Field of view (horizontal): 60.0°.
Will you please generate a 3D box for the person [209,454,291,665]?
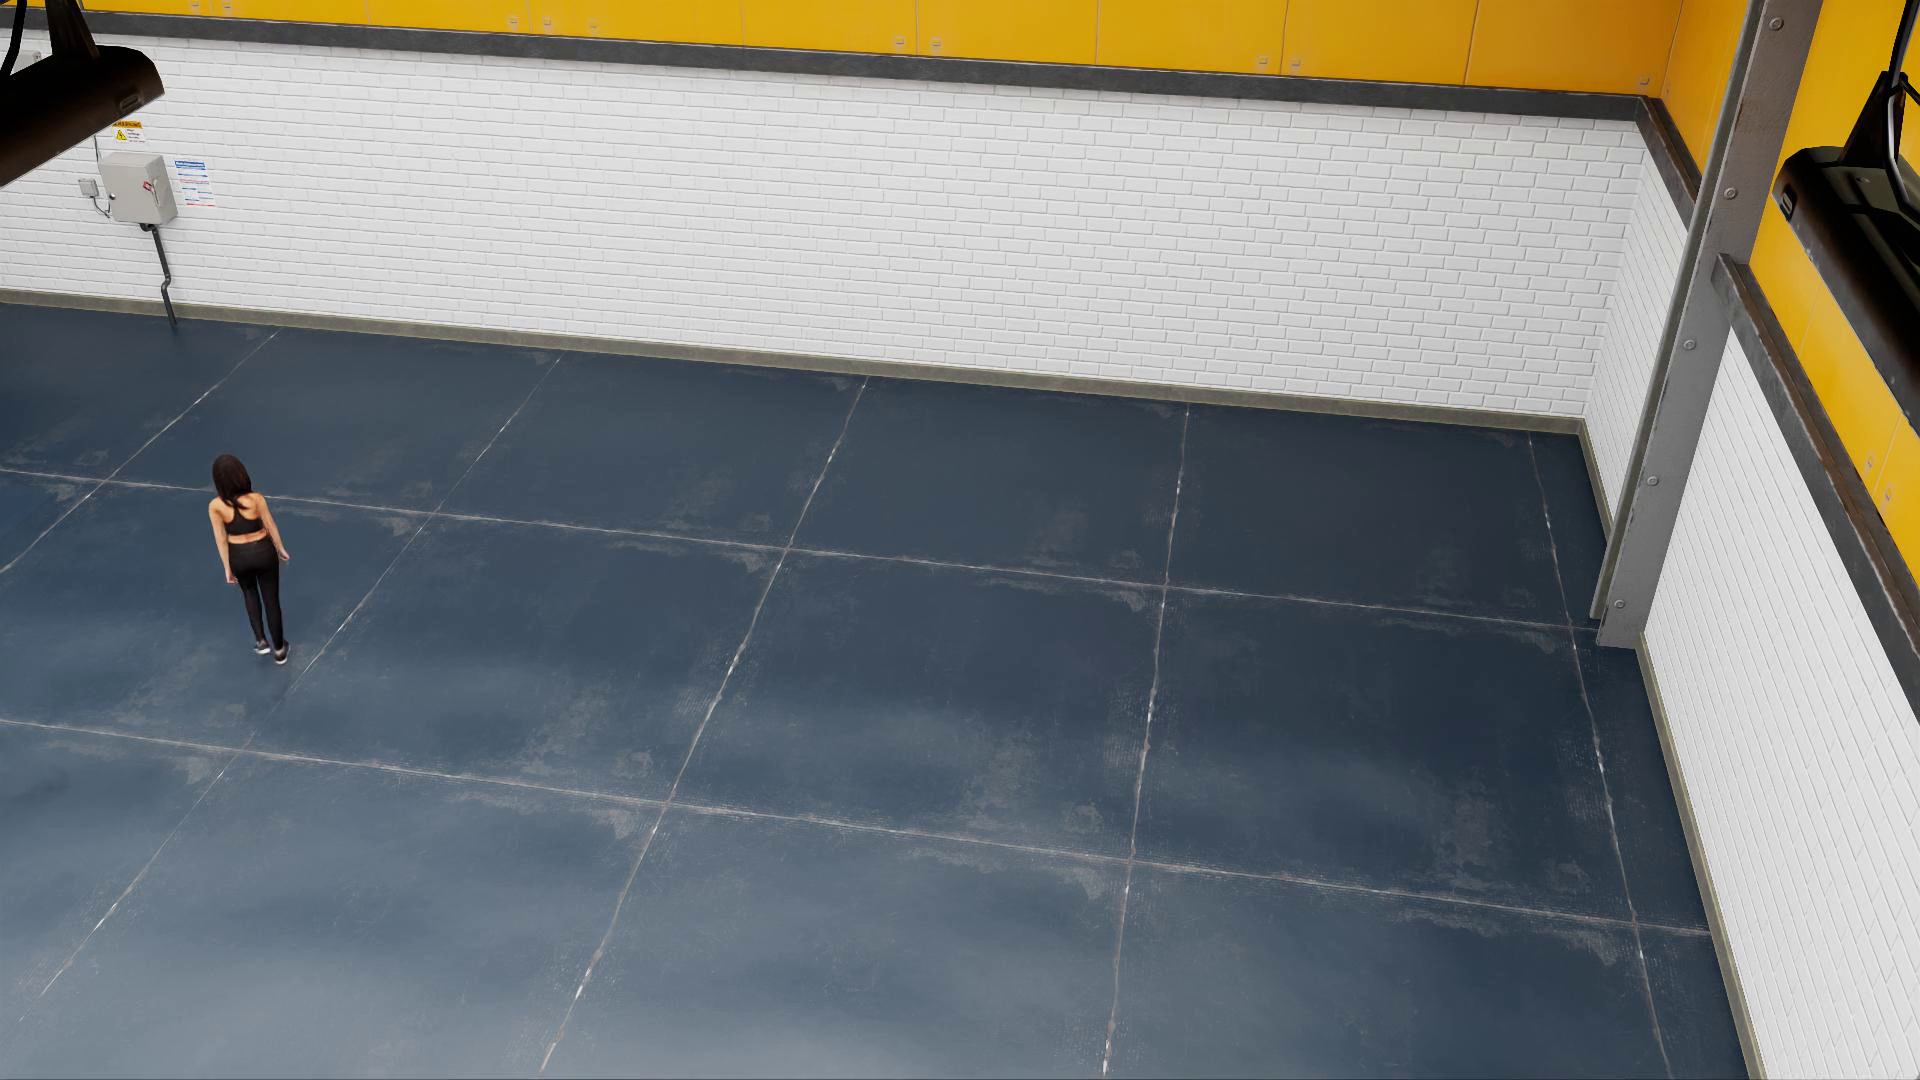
[{"bbox_3d":[-4.915,0.185,11.568,0.656,1.631,0.687,-9,35,-13],"label":"person"}]
